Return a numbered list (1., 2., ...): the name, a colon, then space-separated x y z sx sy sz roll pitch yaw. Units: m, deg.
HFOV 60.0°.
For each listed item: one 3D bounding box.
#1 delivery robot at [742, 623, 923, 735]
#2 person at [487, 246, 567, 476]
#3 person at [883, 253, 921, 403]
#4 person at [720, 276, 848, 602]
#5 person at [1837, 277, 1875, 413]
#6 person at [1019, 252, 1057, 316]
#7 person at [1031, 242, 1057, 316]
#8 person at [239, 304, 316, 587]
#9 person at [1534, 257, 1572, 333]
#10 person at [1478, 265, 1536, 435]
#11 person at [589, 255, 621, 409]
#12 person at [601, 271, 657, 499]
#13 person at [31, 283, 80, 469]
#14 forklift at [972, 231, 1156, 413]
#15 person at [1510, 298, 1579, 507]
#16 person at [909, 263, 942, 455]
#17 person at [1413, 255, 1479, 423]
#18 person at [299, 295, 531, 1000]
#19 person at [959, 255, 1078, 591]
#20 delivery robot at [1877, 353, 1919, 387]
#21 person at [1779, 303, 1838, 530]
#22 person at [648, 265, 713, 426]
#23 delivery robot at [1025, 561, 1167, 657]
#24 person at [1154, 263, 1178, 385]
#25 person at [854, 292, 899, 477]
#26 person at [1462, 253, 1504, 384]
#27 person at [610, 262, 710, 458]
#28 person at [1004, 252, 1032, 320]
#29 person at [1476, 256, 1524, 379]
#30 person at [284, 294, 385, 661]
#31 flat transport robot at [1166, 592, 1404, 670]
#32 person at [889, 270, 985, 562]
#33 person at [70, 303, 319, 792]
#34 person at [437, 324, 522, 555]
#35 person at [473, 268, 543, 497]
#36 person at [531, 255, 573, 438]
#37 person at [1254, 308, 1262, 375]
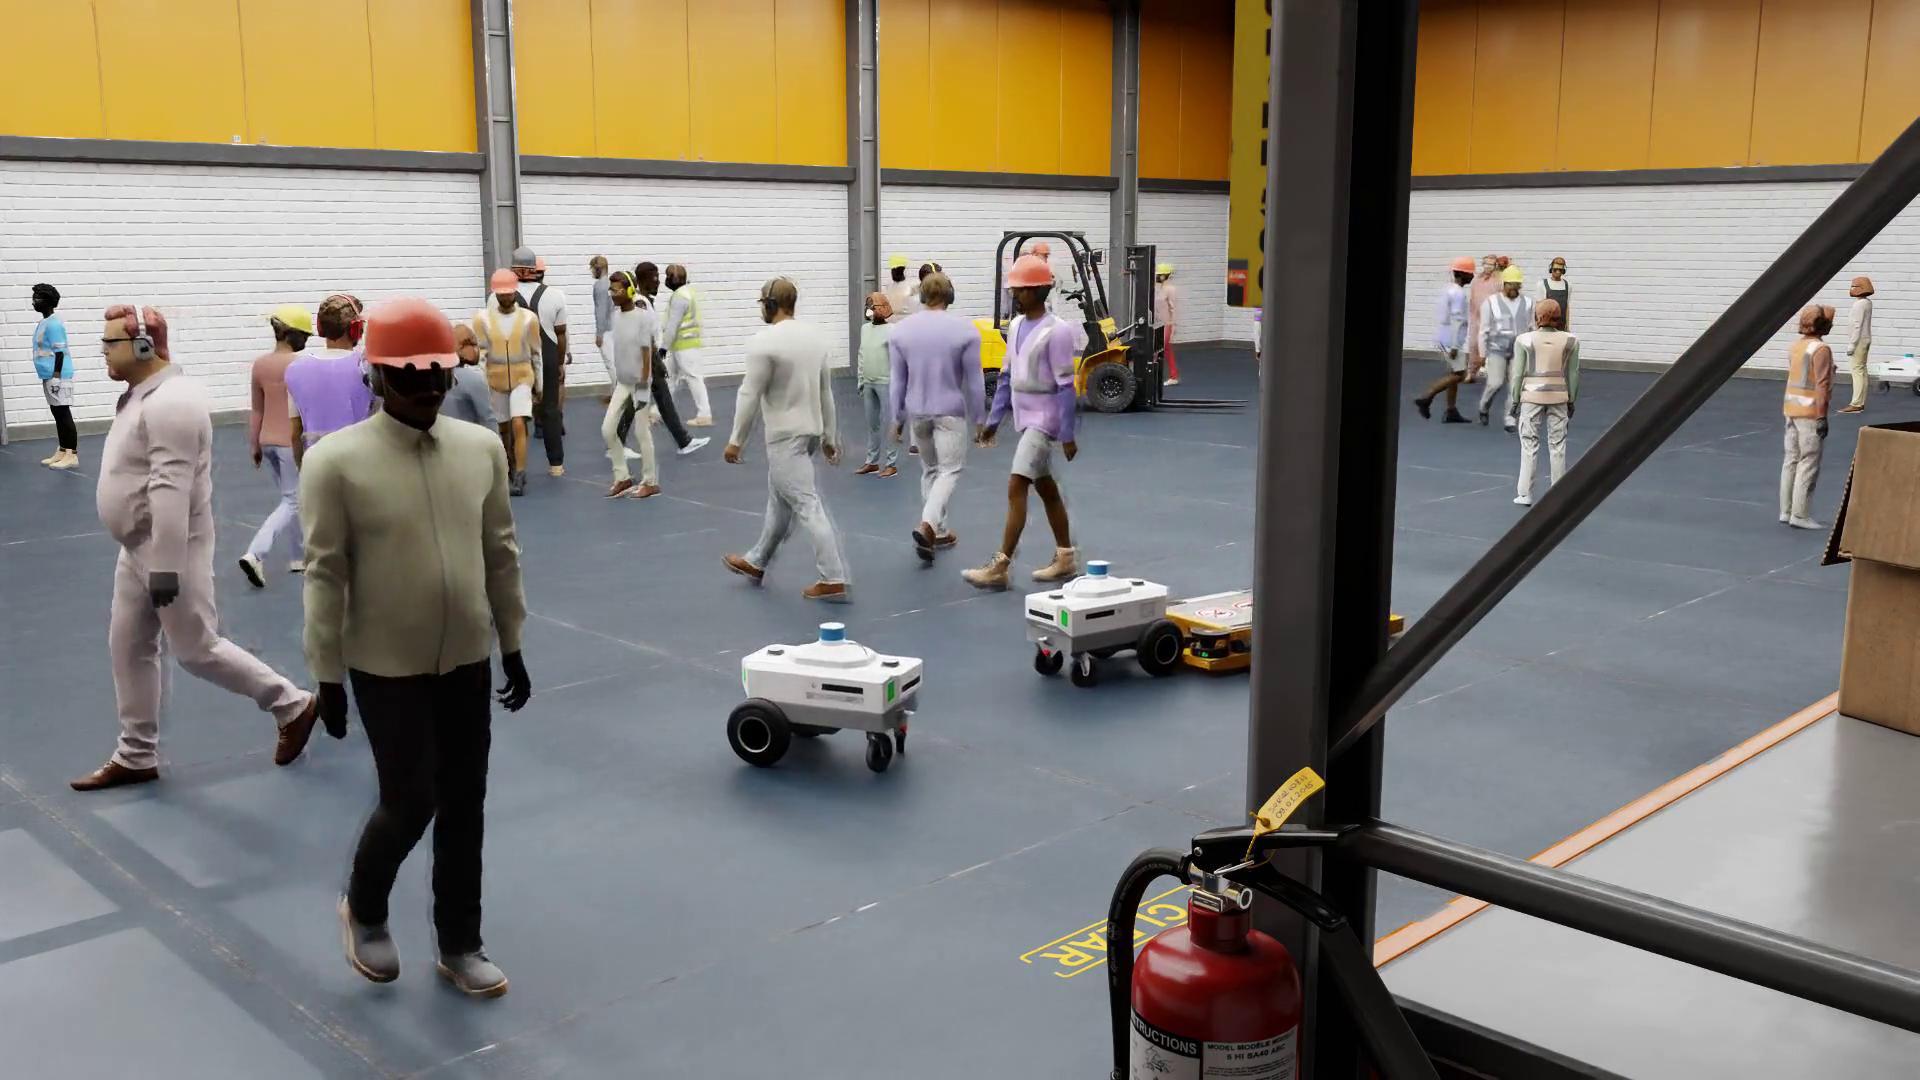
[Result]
1. delivery robot: -0.516 0.581 6.773 0.707 0.478 0.477 4 11 21
2. person: -3.830 -1.573 14.720 0.678 2.000 0.537 -4 11 -22
3. person: -0.783 -2.678 21.097 0.606 1.910 0.463 9 14 41
4. person: -1.048 -0.597 9.813 1.024 1.885 0.640 5 12 26
5. person: 10.834 -2.351 20.071 0.283 1.633 0.501 9 14 41
6. person: 1.148 -3.283 24.536 0.585 1.889 0.466 4 11 22
7. person: 1.167 -3.516 25.330 0.649 2.032 0.648 8 13 39
8. person: -4.199 -0.582 10.225 0.518 1.716 0.762 6 12 30
9. person: 7.877 -2.829 22.122 0.506 1.839 0.343 -1 10 -7
10. person: 5.882 -2.046 17.920 0.597 1.818 0.512 -1 10 -4
11. person: -4.348 -2.580 20.648 0.547 1.900 0.791 1 10 6
12. person: -2.674 -1.227 13.376 0.515 1.850 0.573 7 13 34
13. person: -8.319 -1.501 15.270 0.318 1.697 0.535 -8 13 -38
14. forklift: 1.222 -2.721 20.561 2.313 2.155 1.214 2 11 13
15. person: 4.590 -1.073 13.091 0.515 1.640 0.315 1 10 6
16. person: -0.309 -1.730 16.075 0.315 1.860 0.526 -7 13 -35
17. person: 5.508 -2.249 18.781 0.600 1.918 0.565 1 10 4
18. person: -1.489 0.316 4.613 0.440 1.979 0.620 9 14 40
19. person: 0.339 -0.697 10.048 0.967 2.003 0.619 -4 11 -21
20. delivery robot: 12.697 -2.262 22.280 0.707 0.478 0.477 7 13 35
21. person: 6.195 -0.904 12.172 0.313 1.641 0.521 1 10 4
22. person: -3.221 -2.166 18.625 0.938 1.795 0.641 -1 10 -5
23. delivery robot: 0.662 0.345 8.063 0.707 0.478 0.477 -8 13 -36
24. person: 2.797 -3.033 23.529 0.777 1.738 0.539 -4 11 -20
25. person: -0.725 -1.373 14.738 0.499 1.634 0.279 10 14 43
26. person: 7.546 -3.156 23.785 0.543 1.880 0.660 -9 14 -40
27. person: -2.923 -1.706 15.913 0.962 1.871 0.600 0 10 -1
28. person: 1.098 -3.623 26.365 0.939 1.860 0.680 -8 13 -38
29. person: 8.165 -3.296 24.723 0.960 1.836 0.639 3 11 15
30. person: -3.015 -0.281 8.208 0.567 1.847 0.389 1 10 6
31. flat transport robot: 1.587 0.425 8.657 1.431 0.197 0.652 -7 13 -35
32. person: -0.169 -0.822 10.978 0.640 1.913 0.892 4 11 19
33. person: -3.011 0.023 6.456 0.839 1.883 0.641 -8 13 -38
34. person: -3.003 -0.521 10.203 0.527 1.582 0.861 7 12 33
35. person: -3.767 -1.339 13.922 0.551 1.880 0.962 -3 11 -15
36. person: -4.374 -2.011 17.415 0.606 1.924 0.478 -2 11 -13
37. person: 3.414 -2.079 17.786 0.542 1.929 0.368 5 11 25
